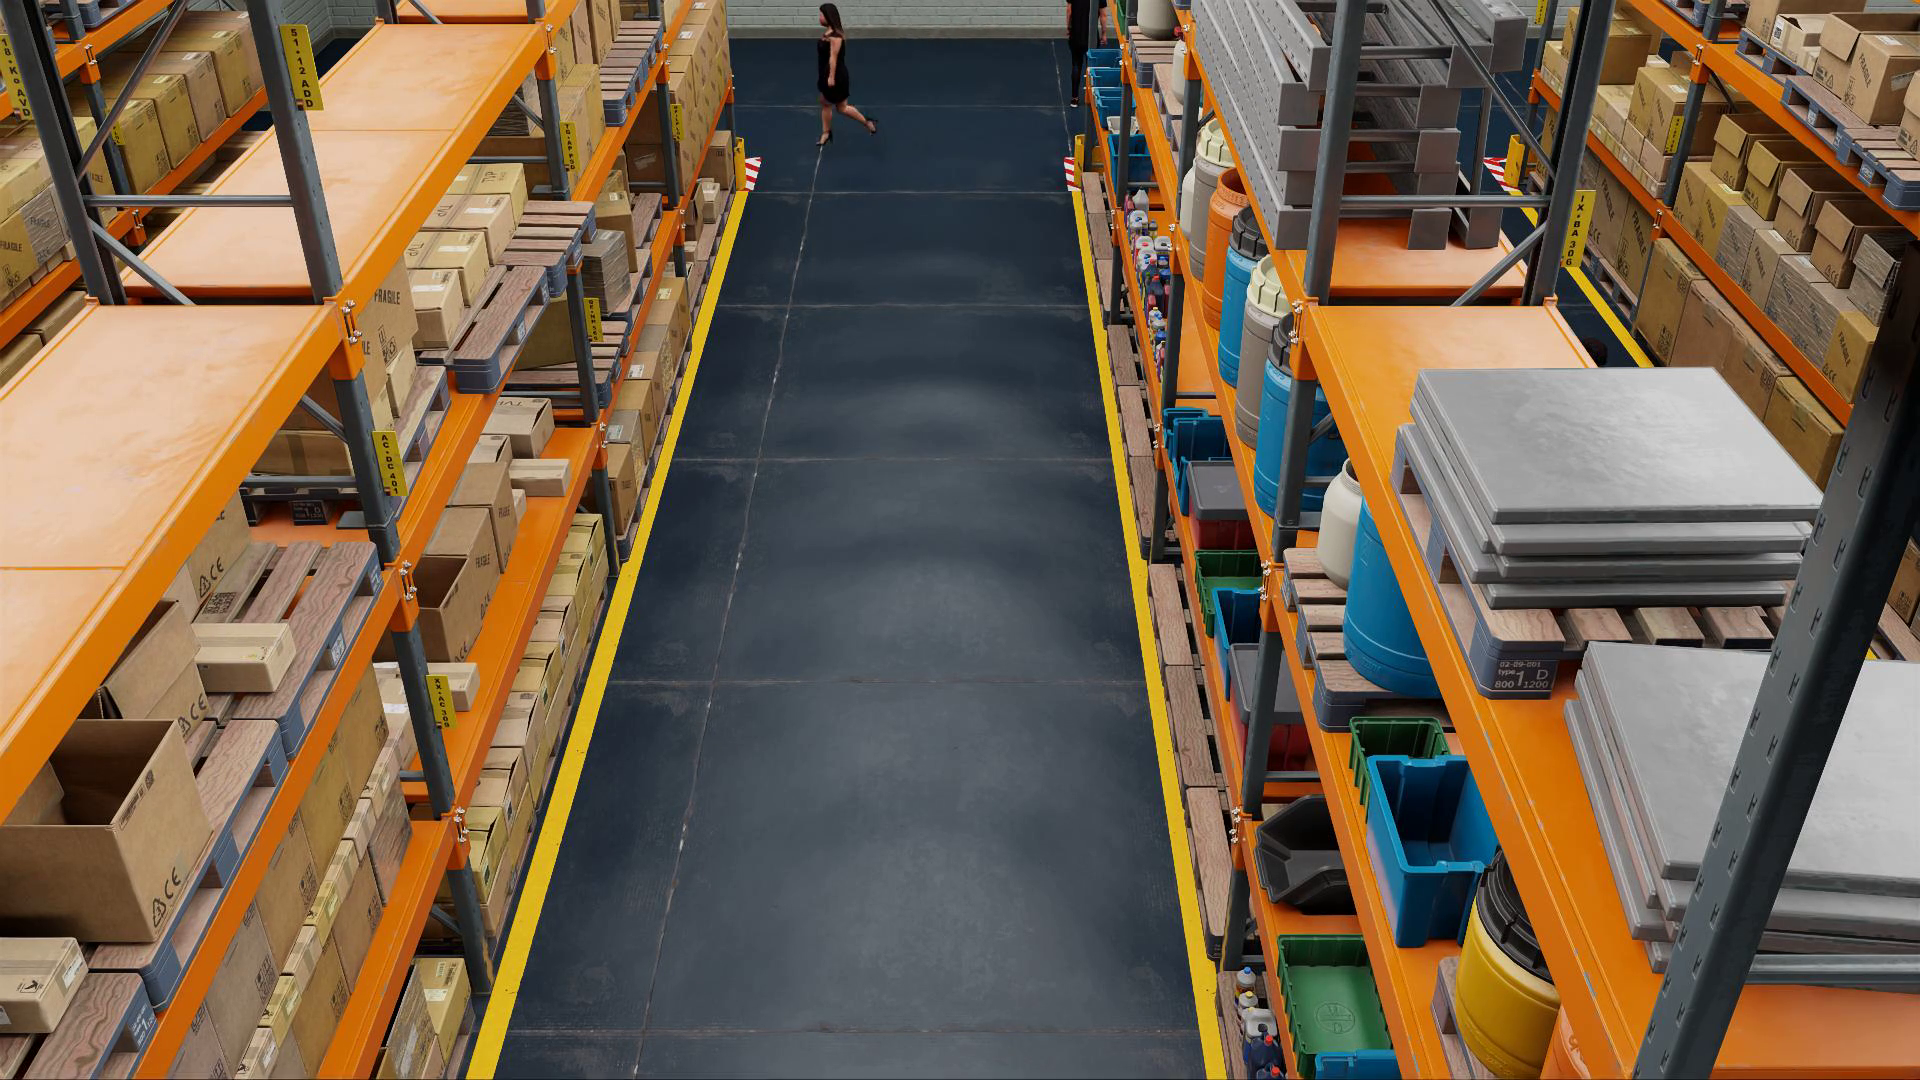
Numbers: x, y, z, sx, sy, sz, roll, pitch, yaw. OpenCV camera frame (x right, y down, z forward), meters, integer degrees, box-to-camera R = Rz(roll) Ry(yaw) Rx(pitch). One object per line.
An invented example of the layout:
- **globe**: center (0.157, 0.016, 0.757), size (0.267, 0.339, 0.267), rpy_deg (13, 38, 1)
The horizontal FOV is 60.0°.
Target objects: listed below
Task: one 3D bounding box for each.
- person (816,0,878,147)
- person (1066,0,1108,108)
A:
- **person**: center (-1.396, -5.430, 19.584), size (0.838, 1.694, 0.981), rpy_deg (-6, 33, -9)
- **person**: center (1.578, -6.377, 20.883), size (0.753, 1.865, 0.698), rpy_deg (10, 34, 15)
